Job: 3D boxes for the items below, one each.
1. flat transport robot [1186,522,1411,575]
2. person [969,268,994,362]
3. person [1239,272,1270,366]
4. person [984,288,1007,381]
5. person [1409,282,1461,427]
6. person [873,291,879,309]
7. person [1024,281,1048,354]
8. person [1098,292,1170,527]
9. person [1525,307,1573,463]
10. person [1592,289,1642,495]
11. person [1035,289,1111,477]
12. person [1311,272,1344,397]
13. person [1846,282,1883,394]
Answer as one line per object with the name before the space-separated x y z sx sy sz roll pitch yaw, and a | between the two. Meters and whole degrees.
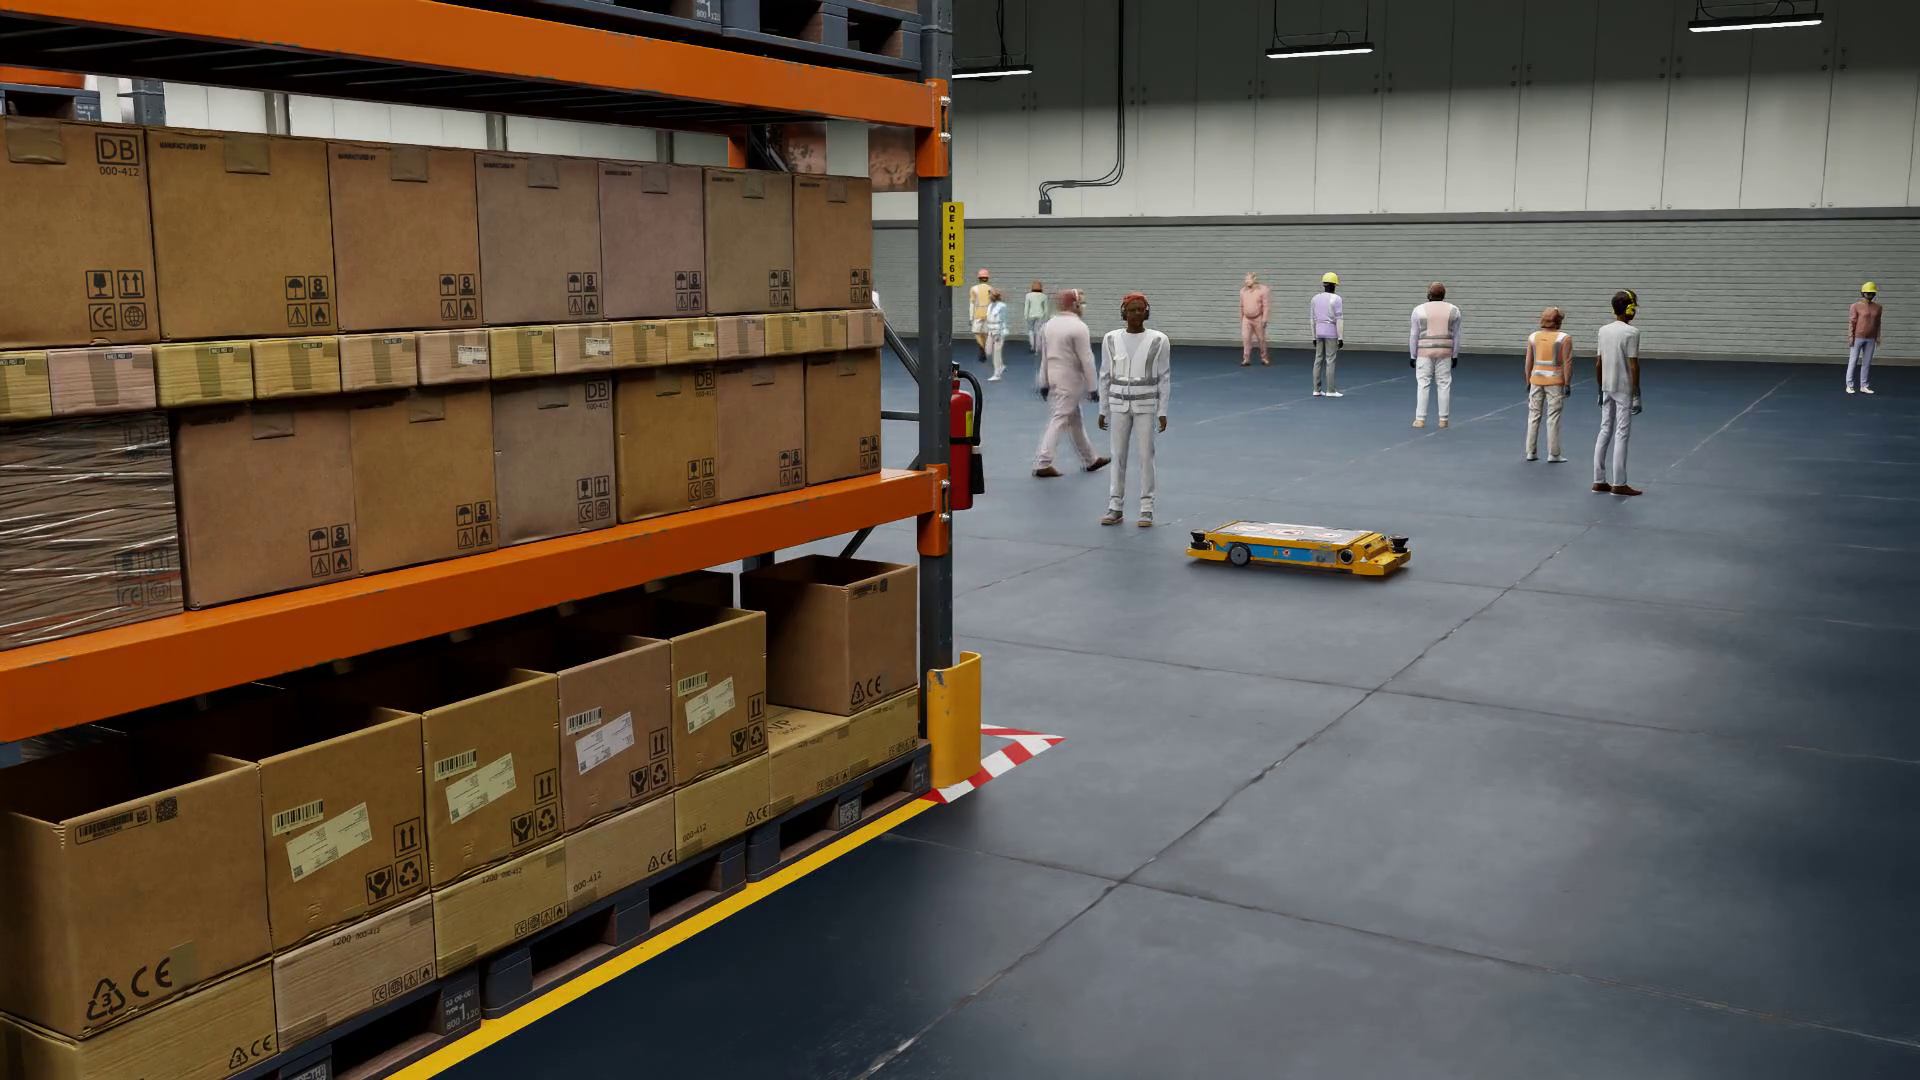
flat transport robot | 2.392 0.041 11.772 1.431 0.197 0.652 6 11 30
person | 0.474 -4.588 34.048 0.567 1.925 0.597 -3 10 -15
person | 5.876 -4.385 33.054 0.662 1.870 0.703 6 12 33
person | 0.644 -3.599 29.139 0.413 1.623 0.513 -6 12 -33
person | 6.033 -2.349 21.166 0.633 1.846 0.429 1 10 5
person | -1.718 -3.793 29.560 0.583 1.871 0.468 2 10 9
person | 1.702 -4.970 37.151 0.532 1.617 0.394 0 10 1
person | 1.396 -1.048 13.428 0.584 1.884 0.346 4 10 20
person | 6.218 -1.635 17.593 0.314 1.636 0.517 -8 13 -40
person | 6.023 -1.340 15.176 0.328 1.875 0.513 -4 11 -23
person | 1.129 -1.556 16.517 0.997 1.851 0.667 -5 11 -27
person | 5.688 -3.171 25.735 0.364 1.928 0.587 -8 13 -40
person | 14.353 -3.201 26.384 0.525 1.769 0.315 -1 10 -5
